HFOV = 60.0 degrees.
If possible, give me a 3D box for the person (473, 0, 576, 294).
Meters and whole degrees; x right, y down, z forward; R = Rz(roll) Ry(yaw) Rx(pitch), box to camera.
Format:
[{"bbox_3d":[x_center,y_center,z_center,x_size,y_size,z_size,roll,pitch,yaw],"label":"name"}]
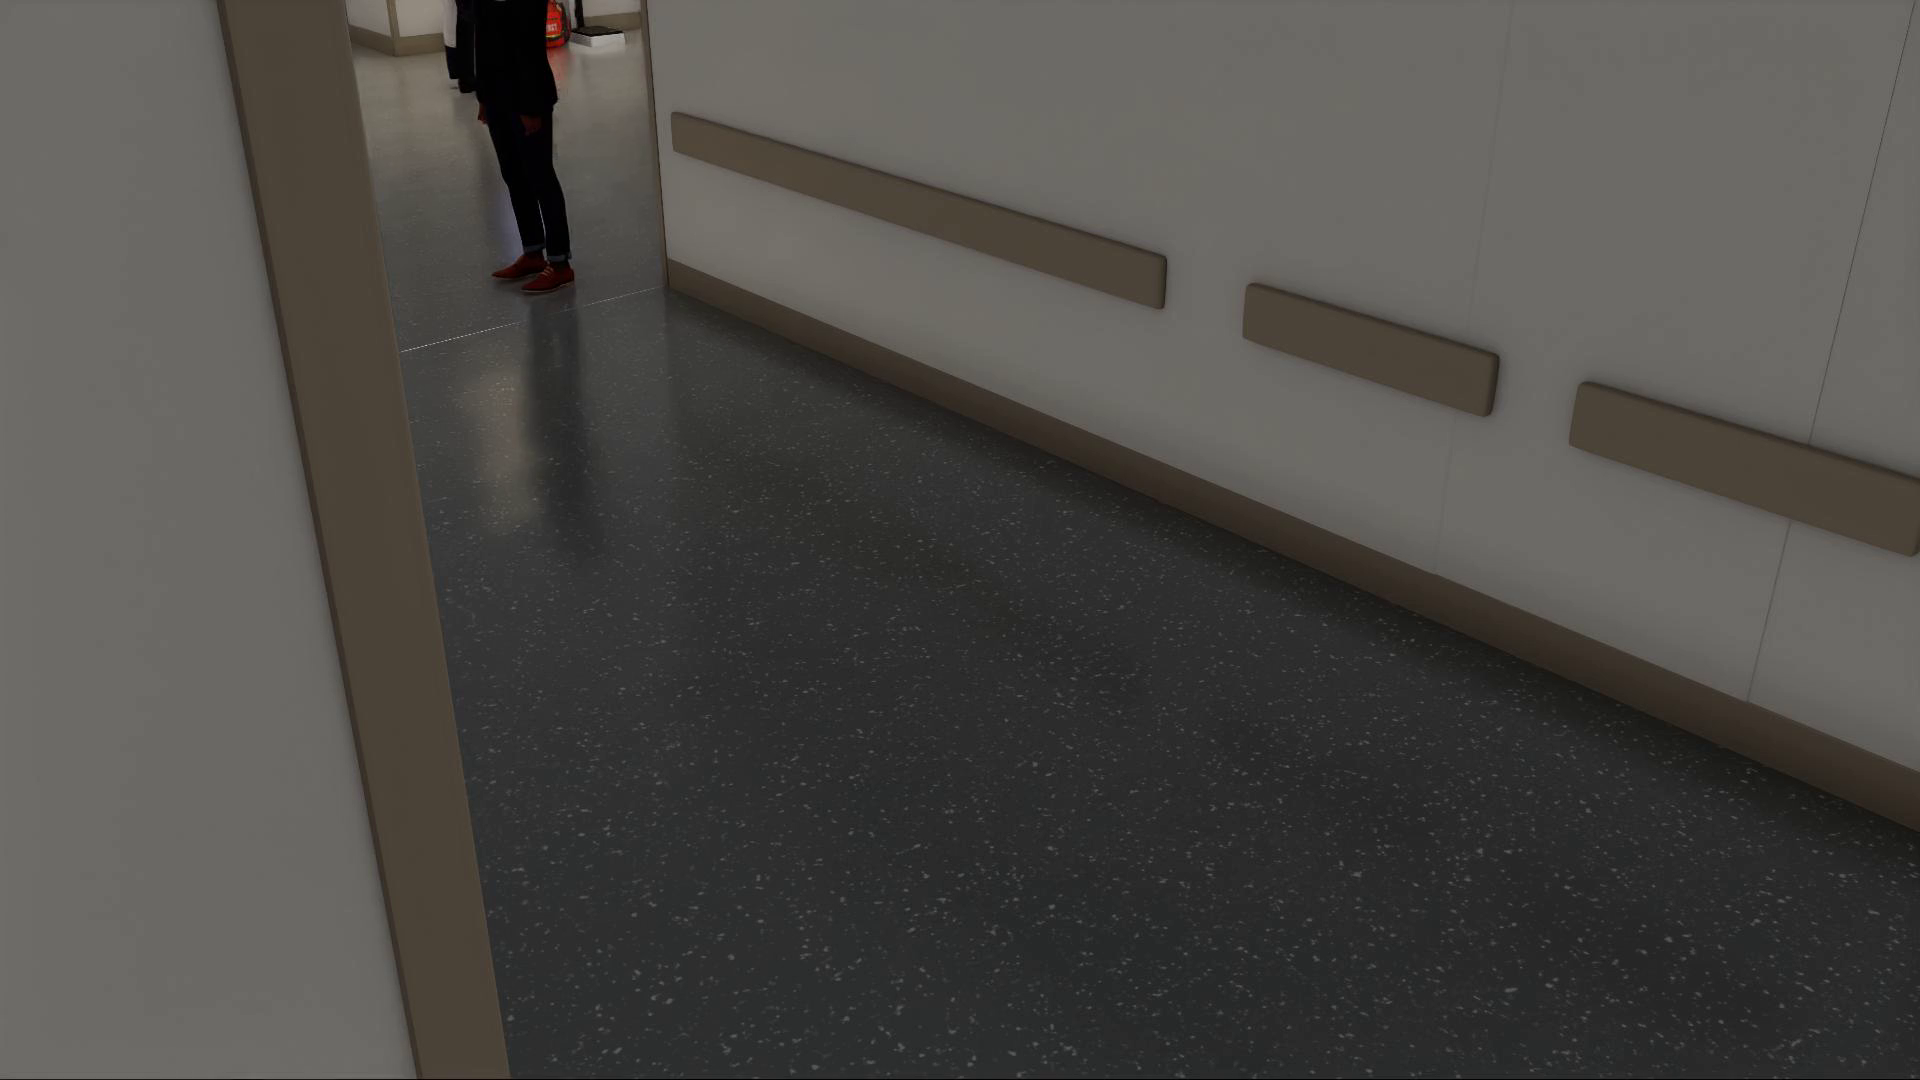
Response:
[{"bbox_3d":[-2.116,-2.130,8.043,0.601,1.819,0.703,-21,33,-37],"label":"person"}]
